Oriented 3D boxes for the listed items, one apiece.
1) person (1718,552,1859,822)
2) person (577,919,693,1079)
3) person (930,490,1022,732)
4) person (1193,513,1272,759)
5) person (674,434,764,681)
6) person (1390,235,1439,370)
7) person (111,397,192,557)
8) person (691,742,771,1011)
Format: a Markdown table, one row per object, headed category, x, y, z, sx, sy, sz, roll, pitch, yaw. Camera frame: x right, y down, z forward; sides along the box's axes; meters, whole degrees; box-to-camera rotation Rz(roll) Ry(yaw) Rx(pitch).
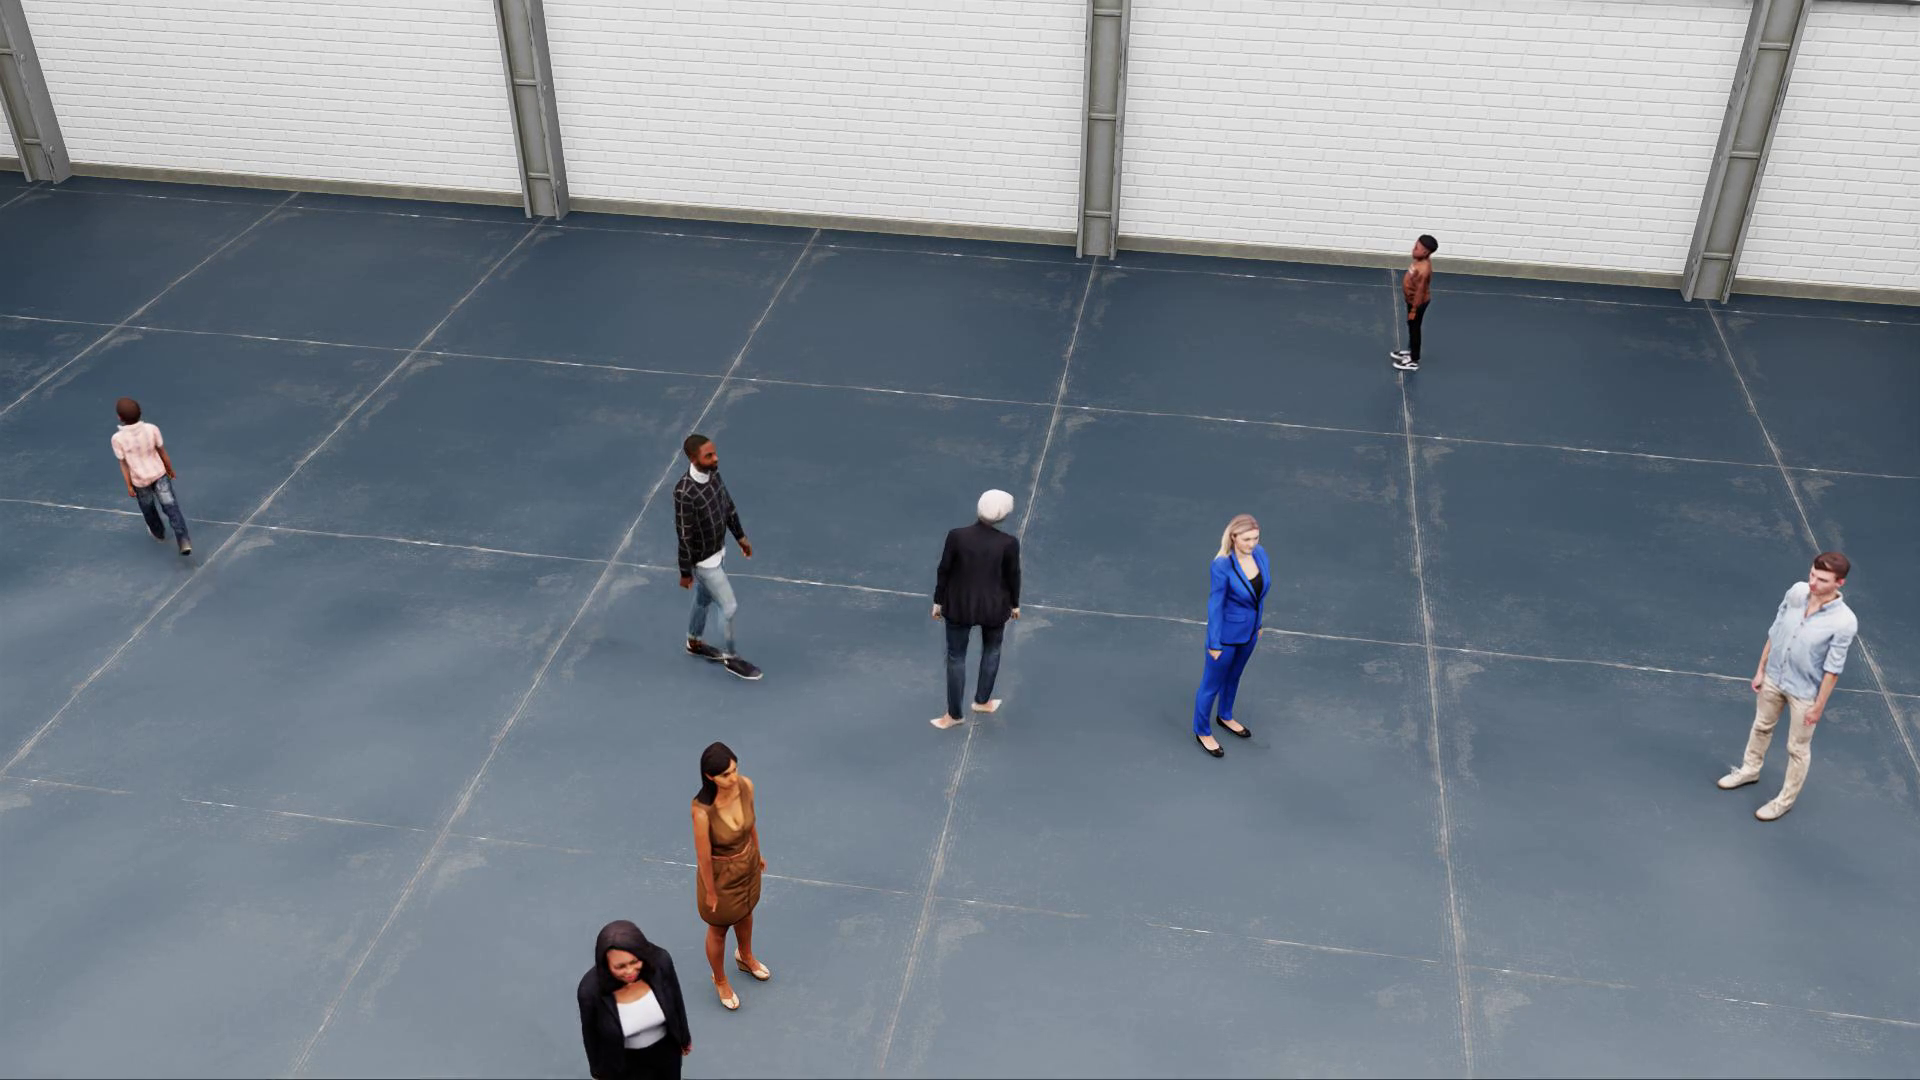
| category | x | y | z | sx | sy | sz | roll | pitch | yaw |
| --- | --- | --- | --- | --- | --- | --- | --- | --- | --- |
| person | 4.956 | 0.839 | 9.840 | 0.740 | 1.842 | 0.727 | -14 | 36 | -20 |
| person | -1.534 | 2.329 | 7.819 | 0.982 | 1.599 | 1.066 | -23 | 40 | -31 |
| person | 0.093 | 0.425 | 10.369 | 0.713 | 1.746 | 0.820 | -5 | 34 | -7 |
| person | 1.685 | 0.566 | 10.380 | 0.702 | 1.699 | 0.738 | -26 | 41 | -33 |
| person | -1.773 | 0.069 | 11.040 | 0.883 | 1.797 | 0.711 | 8 | 35 | 12 |
| person | 4.082 | -2.133 | 14.844 | 0.469 | 1.253 | 0.522 | 4 | 34 | 6 |
| person | -5.969 | -0.450 | 12.278 | 0.840 | 1.292 | 0.938 | -24 | 41 | -32 |
| person | -1.199 | 1.726 | 8.645 | 0.642 | 1.690 | 0.636 | 22 | 40 | 30 |
